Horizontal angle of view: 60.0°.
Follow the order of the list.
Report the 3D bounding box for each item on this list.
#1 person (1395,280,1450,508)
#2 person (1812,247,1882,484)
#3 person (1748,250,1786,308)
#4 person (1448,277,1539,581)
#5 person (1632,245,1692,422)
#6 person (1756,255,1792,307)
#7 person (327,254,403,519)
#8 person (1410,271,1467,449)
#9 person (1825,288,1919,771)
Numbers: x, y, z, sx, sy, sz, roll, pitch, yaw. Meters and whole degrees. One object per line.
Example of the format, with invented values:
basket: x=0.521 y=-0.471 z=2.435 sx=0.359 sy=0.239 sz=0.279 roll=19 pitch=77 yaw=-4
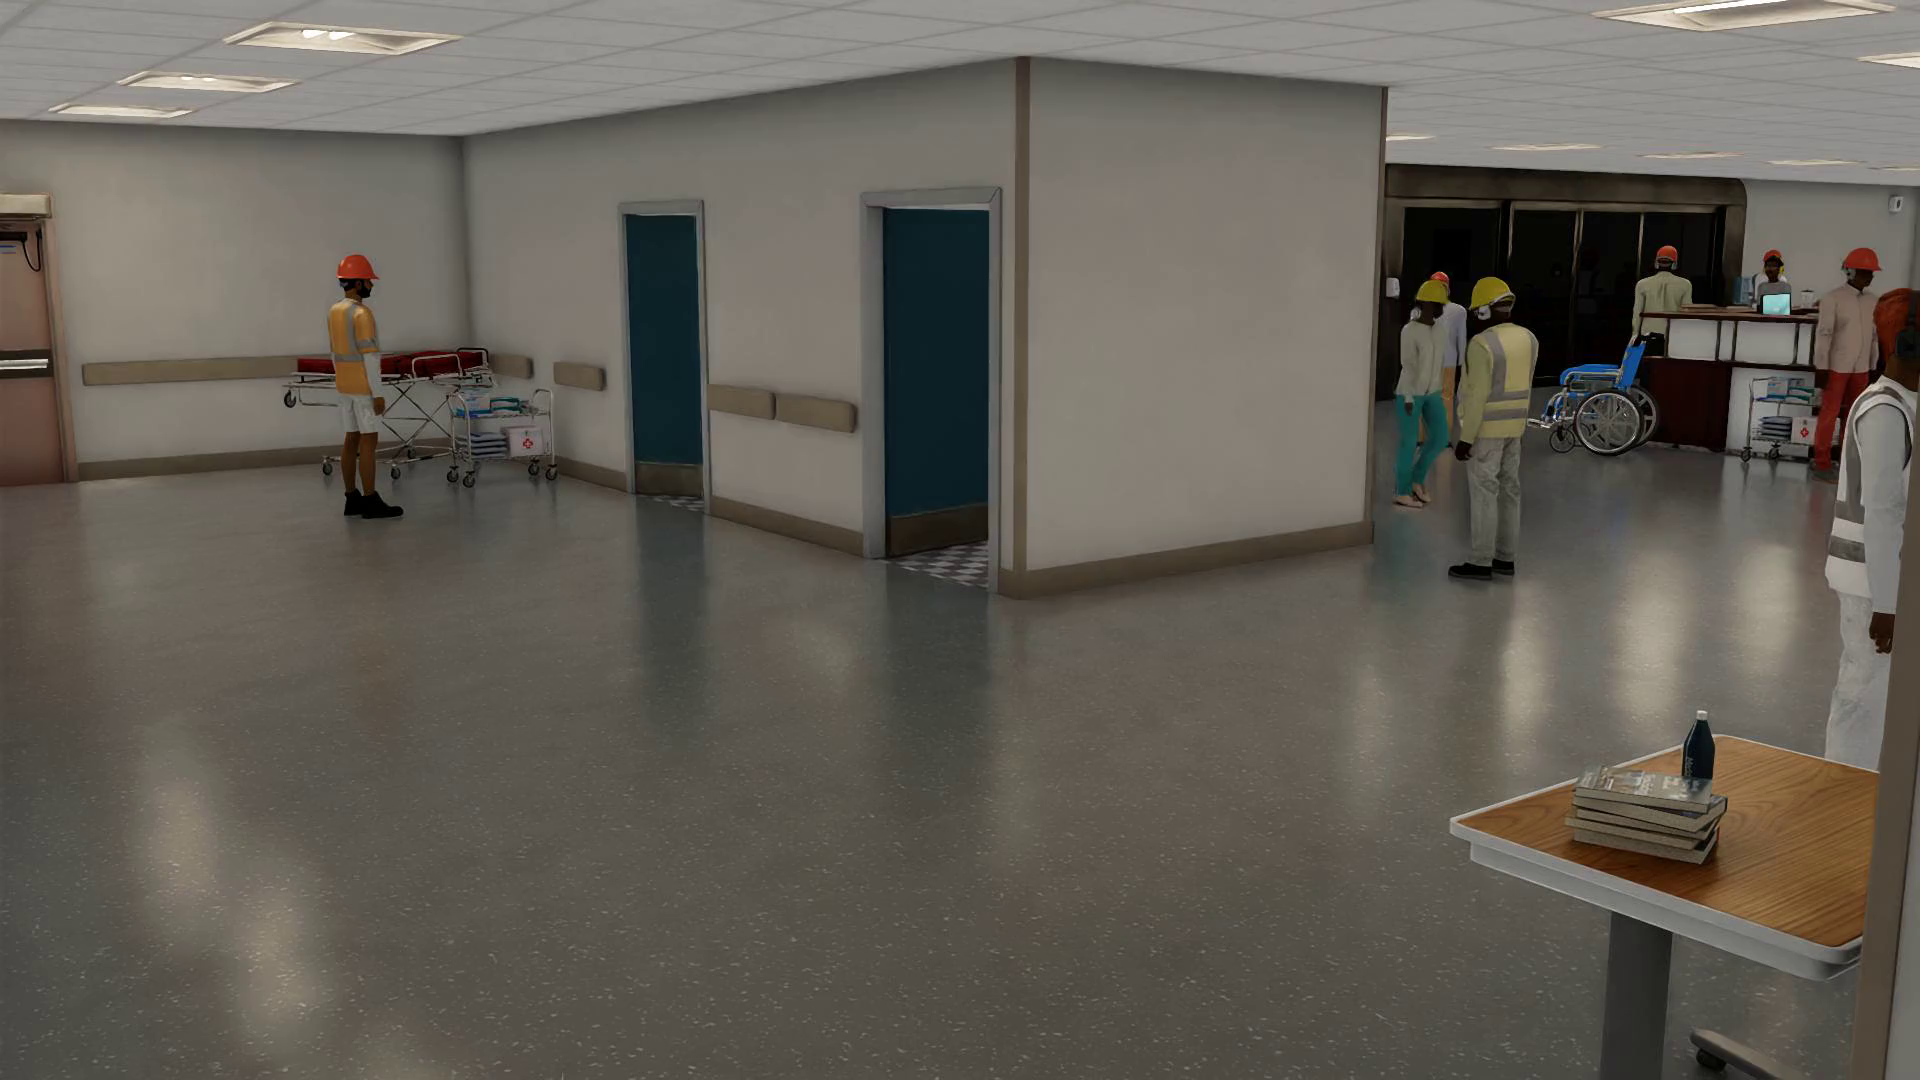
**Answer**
person: x=3.531 y=-1.105 z=12.709 sx=0.537 sy=1.749 sz=0.398 roll=-6 pitch=12 yaw=-30
person: x=7.501 y=-1.462 z=14.037 sx=0.621 sy=1.985 sz=0.407 roll=-3 pitch=11 yaw=-17
person: x=11.645 y=-3.212 z=24.009 sx=0.392 sy=1.929 sz=0.546 roll=-7 pitch=12 yaw=-33
person: x=3.196 y=-0.665 z=10.024 sx=0.586 sy=1.822 sz=0.404 roll=-8 pitch=13 yaw=-37
person: x=7.937 y=-2.325 z=18.832 sx=0.622 sy=1.992 sz=0.396 roll=4 pitch=11 yaw=21
person: x=9.907 y=-2.544 z=20.403 sx=0.319 sy=1.876 sz=0.532 roll=-4 pitch=11 yaw=-22
person: x=-4.412 y=-1.125 z=12.272 sx=0.545 sy=1.939 sz=0.354 roll=9 pitch=13 yaw=41
person: x=4.712 y=-1.773 z=16.447 sx=0.564 sy=1.743 sz=0.352 roll=3 pitch=11 yaw=18
person: x=2.947 y=0.150 z=5.286 sx=0.355 sy=1.883 sz=0.576 roll=6 pitch=12 yaw=29
